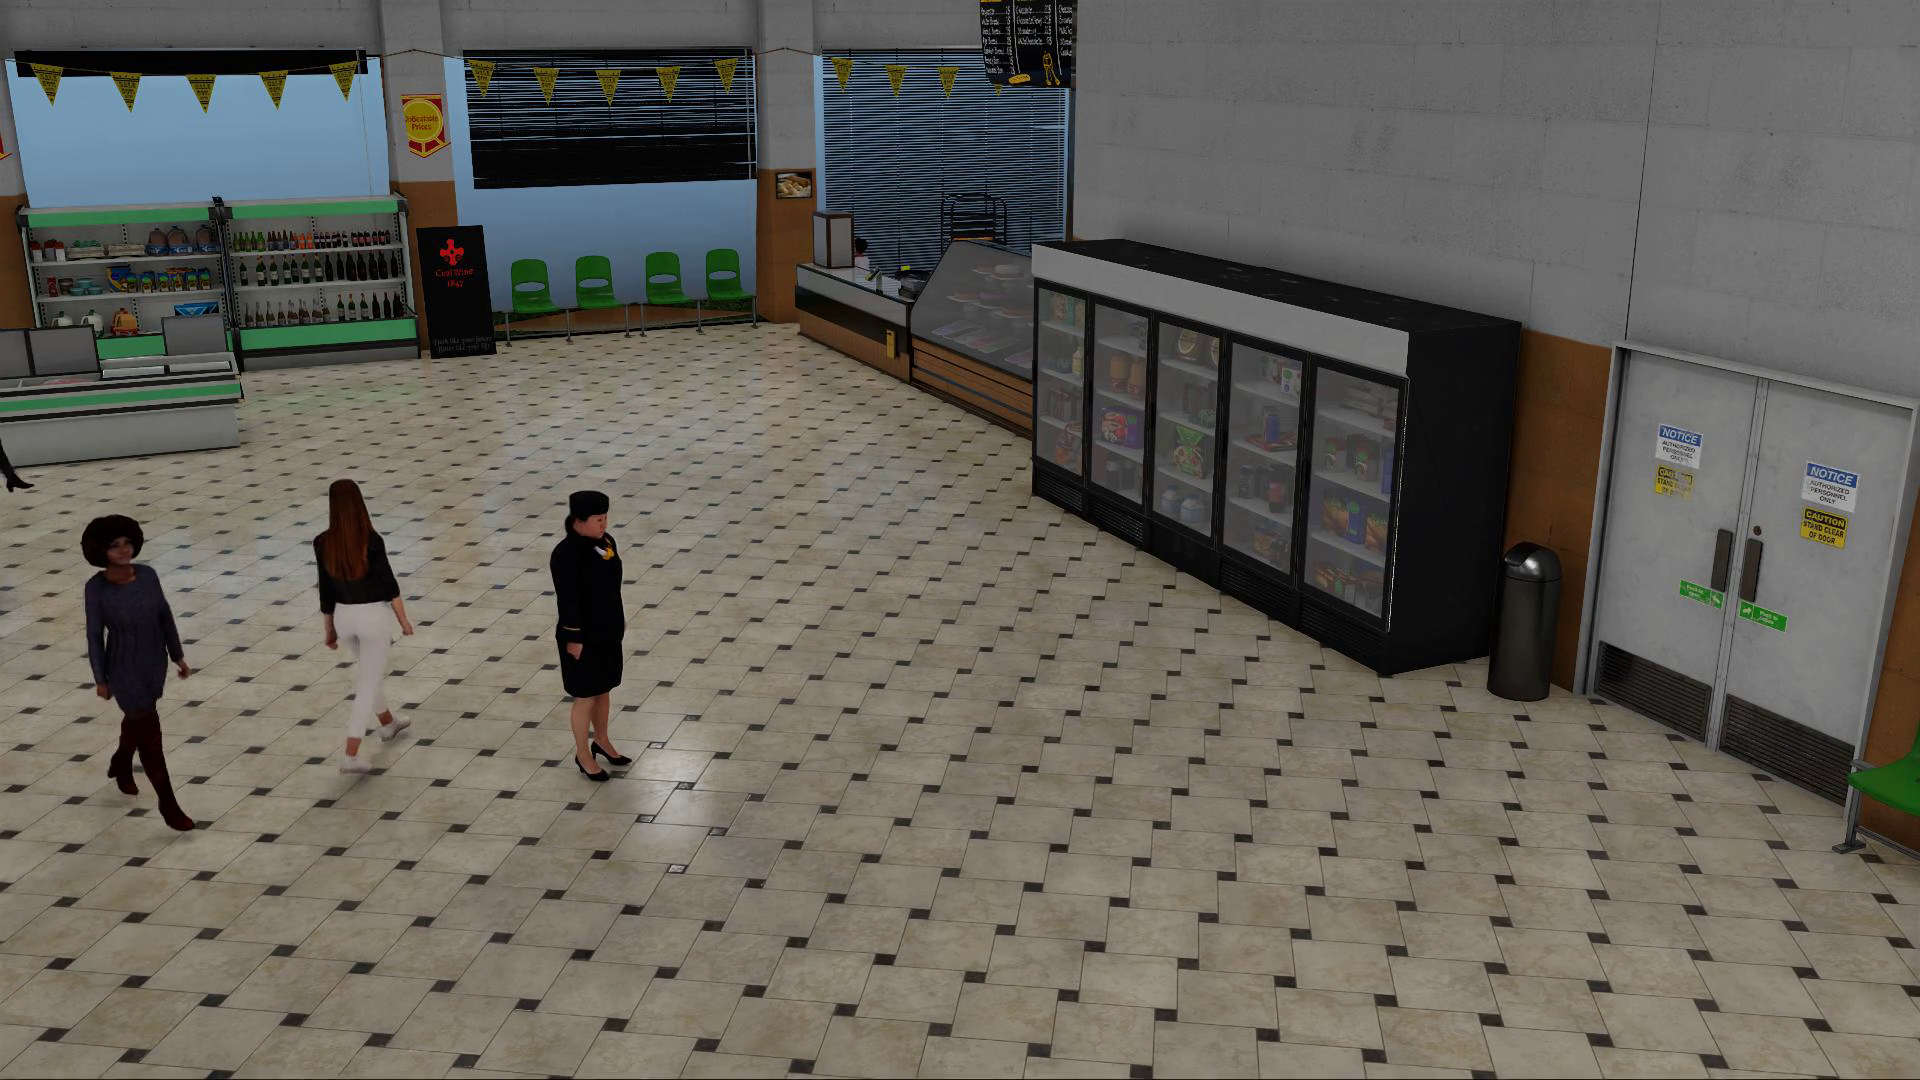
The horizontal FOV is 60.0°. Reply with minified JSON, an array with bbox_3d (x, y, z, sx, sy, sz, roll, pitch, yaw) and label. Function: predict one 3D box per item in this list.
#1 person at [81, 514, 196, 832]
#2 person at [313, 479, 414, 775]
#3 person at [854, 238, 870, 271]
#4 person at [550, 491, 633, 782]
[{"bbox_3d":[-4.434,0.687,8.871,1.038,1.676,1.097,10,20,30],"label":"person"},{"bbox_3d":[-3.420,0.518,9.439,1.094,1.671,1.090,4,17,13],"label":"person"},{"bbox_3d":[-1.446,-3.773,24.276,0.614,1.259,0.512,15,23,41],"label":"person"},{"bbox_3d":[-2.087,0.530,9.405,0.858,1.667,0.795,6,18,20],"label":"person"}]
